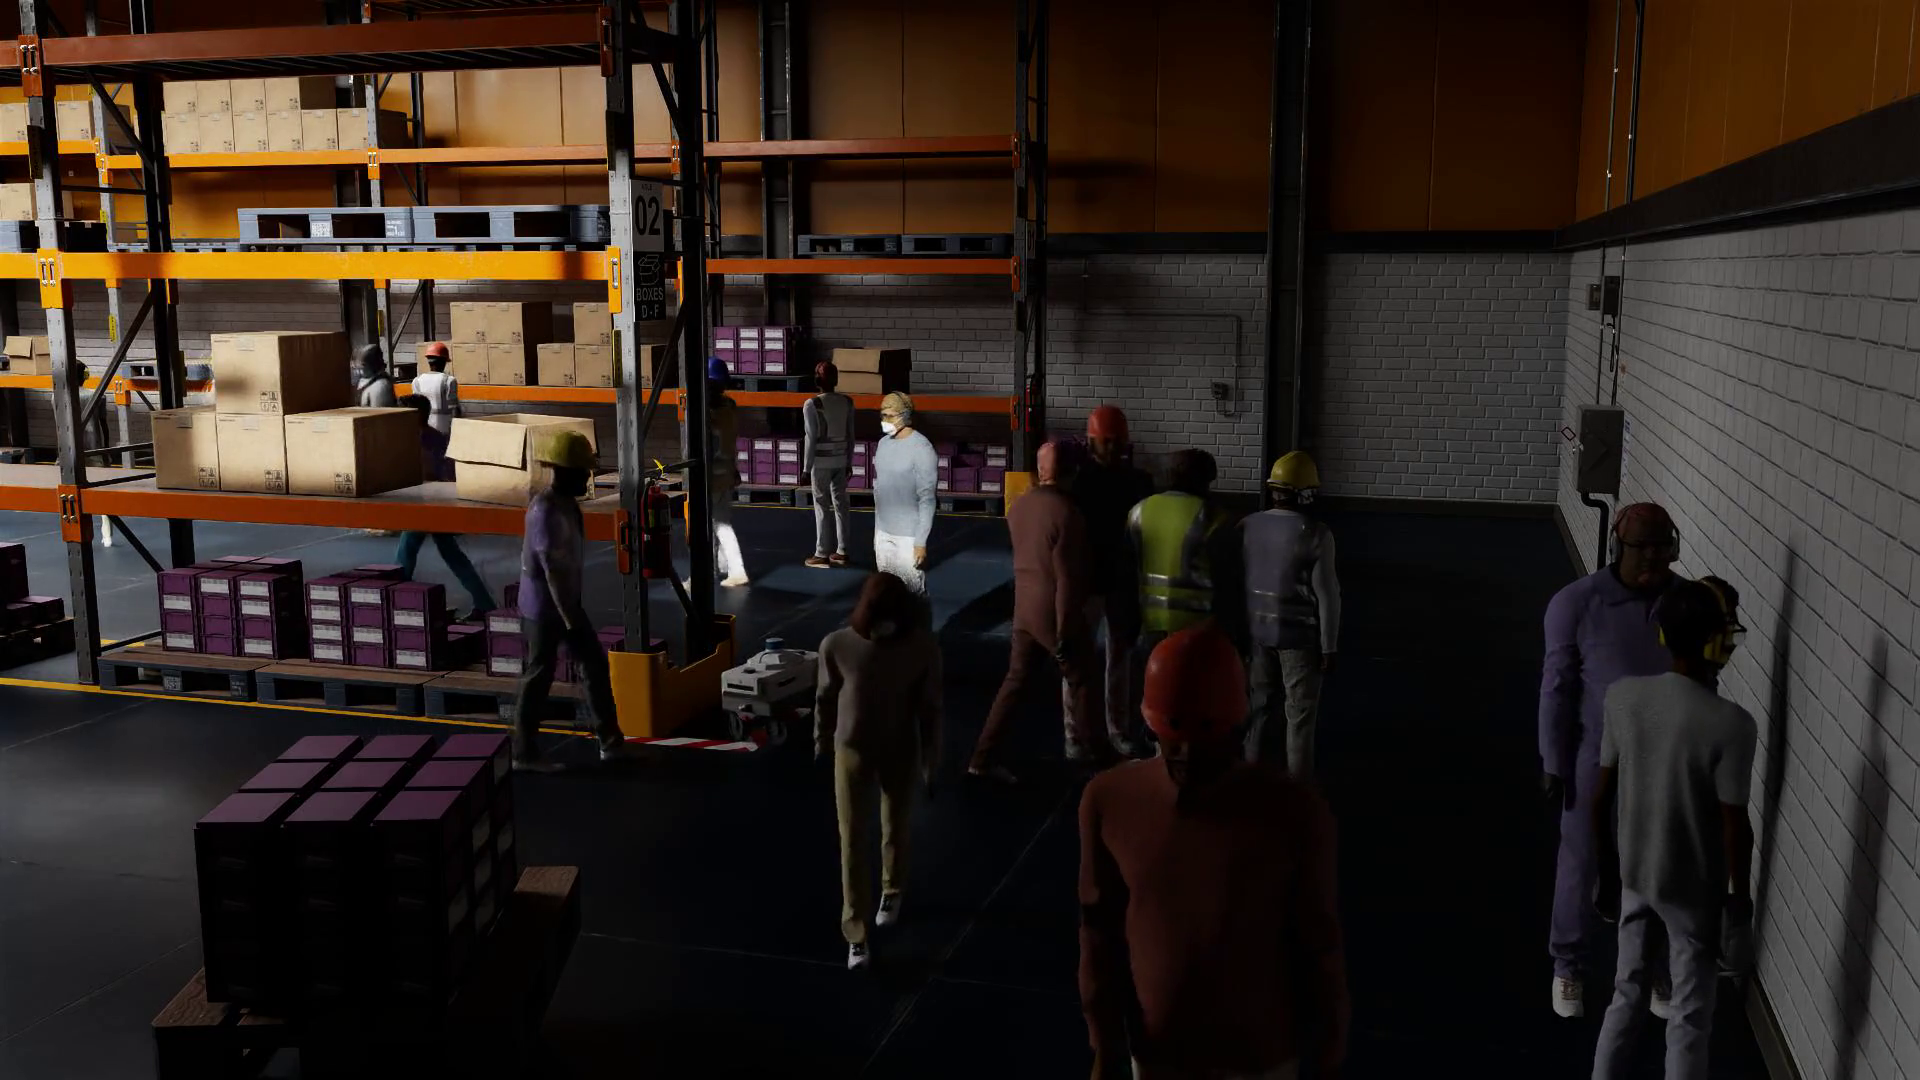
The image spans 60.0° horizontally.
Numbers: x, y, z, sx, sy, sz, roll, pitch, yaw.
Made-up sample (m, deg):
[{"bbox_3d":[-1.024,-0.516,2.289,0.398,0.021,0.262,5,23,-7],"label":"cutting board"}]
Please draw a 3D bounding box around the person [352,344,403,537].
[{"bbox_3d":[-6.007,-1.055,16.995,0.536,2.000,0.752,-3,10,-20],"label":"person"}]

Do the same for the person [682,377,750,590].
[{"bbox_3d":[-2.118,-0.473,14.120,0.468,1.847,0.637,3,10,18],"label":"person"}]

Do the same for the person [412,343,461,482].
[{"bbox_3d":[-5.634,-1.169,18.036,0.542,1.928,0.376,2,10,13],"label":"person"}]

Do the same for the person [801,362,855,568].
[{"bbox_3d":[-1.209,-0.685,15.218,0.584,1.882,0.345,-9,13,-44],"label":"person"}]

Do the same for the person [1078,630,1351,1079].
[{"bbox_3d":[0.548,1.152,3.785,0.611,1.959,0.453,5,11,29],"label":"person"}]

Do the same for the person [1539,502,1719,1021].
[{"bbox_3d":[2.438,0.808,6.048,0.652,1.906,0.408,0,9,1],"label":"person"}]

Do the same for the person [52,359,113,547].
[{"bbox_3d":[-8.543,-0.836,16.202,0.331,1.865,0.519,9,13,44],"label":"person"}]

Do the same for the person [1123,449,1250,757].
[{"bbox_3d":[1.199,0.430,8.648,0.612,1.810,0.627,-9,13,-44],"label":"person"}]

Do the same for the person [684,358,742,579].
[{"bbox_3d":[-2.163,-0.635,14.715,0.404,1.945,0.614,6,11,34],"label":"person"}]

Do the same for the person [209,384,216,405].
[{"bbox_3d":[-8.145,-1.192,18.624,0.947,1.779,0.619,-1,9,-3],"label":"person"}]

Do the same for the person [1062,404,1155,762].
[{"bbox_3d":[0.804,0.235,9.271,0.622,1.992,0.390,-3,10,-17],"label":"person"}]

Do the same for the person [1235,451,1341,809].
[{"bbox_3d":[1.651,0.466,8.353,0.600,1.832,0.404,9,13,43],"label":"person"}]

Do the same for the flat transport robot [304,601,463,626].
[{"bbox_3d":[-4.487,0.597,12.304,1.431,0.197,0.652,3,10,17],"label":"flat transport robot"}]

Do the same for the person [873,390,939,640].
[{"bbox_3d":[-0.388,-0.028,11.056,0.373,1.936,0.629,-7,11,-35],"label":"person"}]

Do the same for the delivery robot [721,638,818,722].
[{"bbox_3d":[-1.090,0.820,9.798,0.477,0.478,0.707,5,11,28],"label":"delivery robot"}]

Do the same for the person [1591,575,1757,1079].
[{"bbox_3d":[2.077,1.026,4.840,0.318,1.871,0.532,-5,11,-29],"label":"person"}]

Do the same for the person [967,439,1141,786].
[{"bbox_3d":[0.476,0.392,8.776,0.976,1.860,0.646,-5,11,-29],"label":"person"}]

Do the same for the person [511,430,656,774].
[{"bbox_3d":[-2.054,0.352,8.892,0.873,1.879,0.621,1,9,4],"label":"person"}]

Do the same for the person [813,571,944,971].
[{"bbox_3d":[-0.332,0.877,6.628,0.532,1.563,0.880,0,9,-1],"label":"person"}]

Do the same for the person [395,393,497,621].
[{"bbox_3d":[-4.056,-0.230,12.727,0.979,1.801,0.573,0,9,-1],"label":"person"}]
